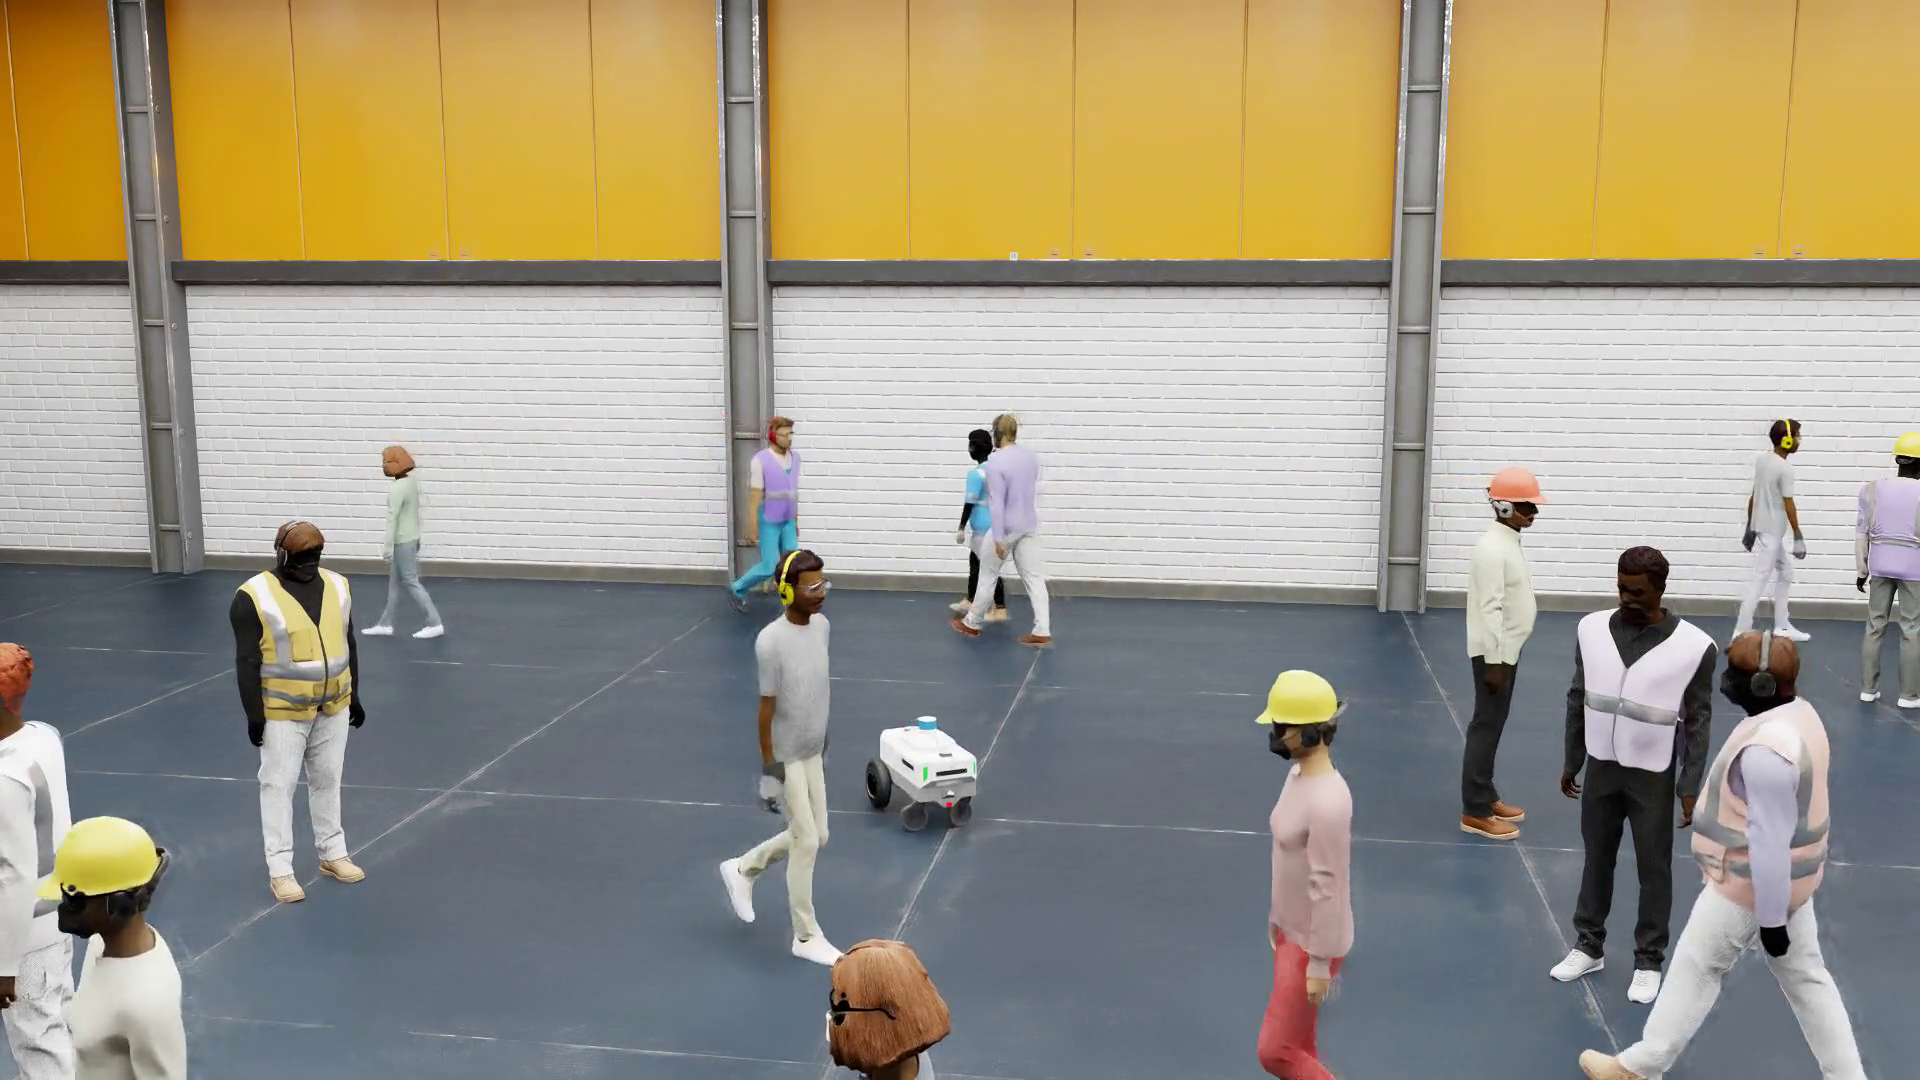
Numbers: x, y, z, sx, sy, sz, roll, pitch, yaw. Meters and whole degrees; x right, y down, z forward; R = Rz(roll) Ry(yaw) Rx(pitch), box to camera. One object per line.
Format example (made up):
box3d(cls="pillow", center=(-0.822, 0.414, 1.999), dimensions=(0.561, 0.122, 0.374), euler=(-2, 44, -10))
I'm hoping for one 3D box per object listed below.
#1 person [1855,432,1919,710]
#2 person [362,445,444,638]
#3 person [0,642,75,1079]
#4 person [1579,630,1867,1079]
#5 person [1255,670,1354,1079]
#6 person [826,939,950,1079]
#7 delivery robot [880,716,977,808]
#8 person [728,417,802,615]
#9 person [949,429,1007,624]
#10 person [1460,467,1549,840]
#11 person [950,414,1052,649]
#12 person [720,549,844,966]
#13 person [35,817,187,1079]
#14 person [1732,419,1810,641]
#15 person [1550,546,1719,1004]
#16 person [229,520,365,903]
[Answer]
box3d(cls="person", center=(6.527, 0.210, 11.549), dimensions=(0.368, 1.928, 0.585), euler=(-8, 12, -40))
box3d(cls="person", center=(-4.616, 0.022, 13.703), dimensions=(0.703, 1.603, 0.521), euler=(-1, 9, -3))
box3d(cls="person", center=(-2.988, 1.245, 5.300), dimensions=(0.353, 1.883, 0.573), euler=(-3, 10, -19))
box3d(cls="person", center=(2.818, 1.197, 5.907), dimensions=(0.977, 1.796, 0.627), euler=(7, 12, 38))
box3d(cls="person", center=(1.126, 1.287, 5.416), dimensions=(0.391, 1.752, 0.553), euler=(0, 9, 2))
box3d(cls="person", center=(-0.146, 1.646, 3.596), dimensions=(0.269, 1.632, 0.504), euler=(-1, 9, -6))
box3d(cls="delivery robot", center=(-0.180, 1.224, 9.231), dimensions=(0.477, 0.478, 0.707), euler=(-4, 10, -23))
box3d(cls="person", center=(-1.648, -0.162, 14.204), dimensions=(0.689, 1.822, 0.562), euler=(6, 11, 33))
box3d(cls="person", center=(0.113, -0.121, 14.341), dimensions=(0.734, 1.666, 0.557), euler=(4, 10, 25))
box3d(cls="person", center=(2.925, 0.595, 8.969), dimensions=(0.396, 1.992, 0.622), euler=(4, 10, 25))
box3d(cls="person", center=(0.381, -0.078, 13.479), dimensions=(0.998, 1.881, 0.618), euler=(9, 13, 43))
box3d(cls="person", center=(-0.789, 0.933, 7.342), dimensions=(0.667, 1.853, 0.526), euler=(5, 10, 28))
box3d(cls="person", center=(-1.974, 1.505, 4.146), dimensions=(0.781, 1.746, 0.528), euler=(-6, 11, -32))
box3d(cls="person", center=(6.663, -0.052, 13.411), dimensions=(0.788, 1.838, 0.540), euler=(1, 9, 4))
box3d(cls="person", center=(2.821, 0.960, 6.972), dimensions=(0.587, 1.913, 0.391), euler=(9, 13, 43))
box3d(cls="person", center=(-3.190, 0.814, 8.110), dimensions=(0.429, 1.838, 0.621), euler=(7, 12, 38))
